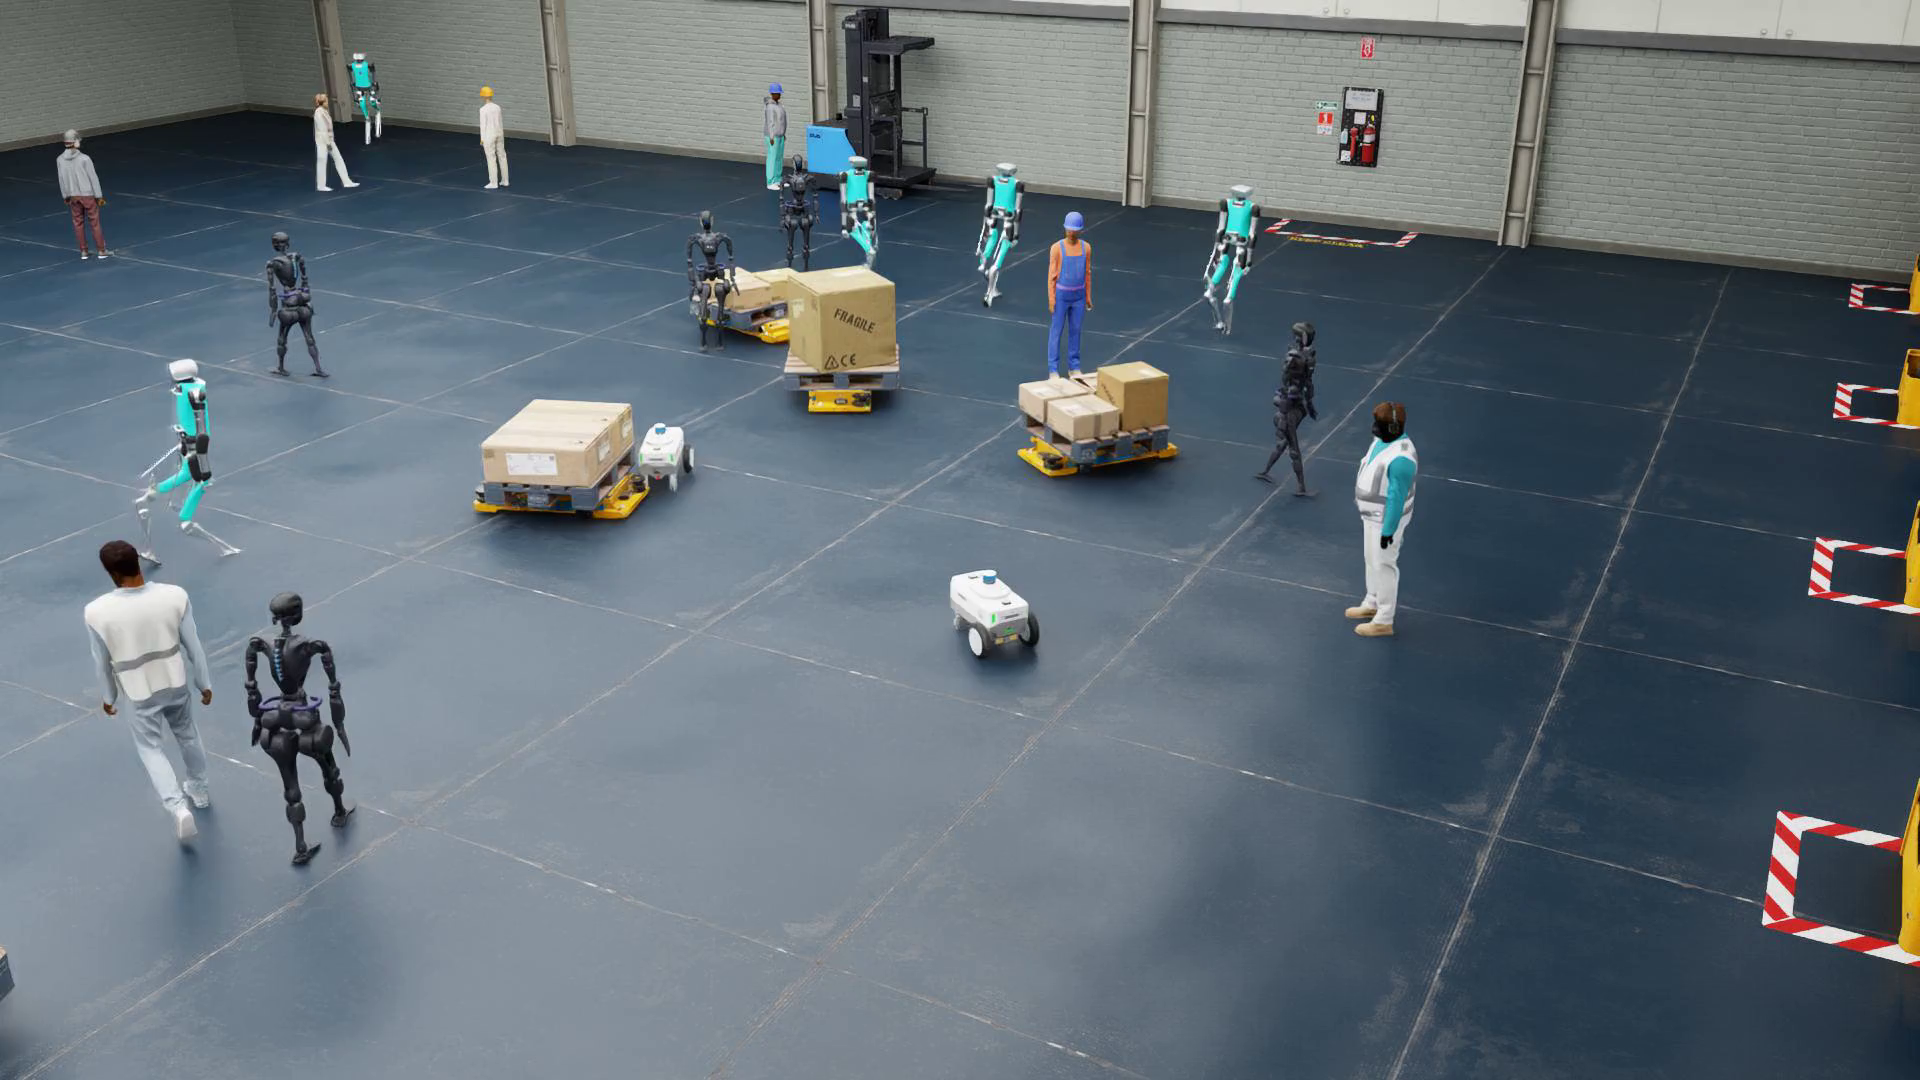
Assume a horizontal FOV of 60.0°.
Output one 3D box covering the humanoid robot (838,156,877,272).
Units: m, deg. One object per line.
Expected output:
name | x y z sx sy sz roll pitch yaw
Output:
humanoid robot | -1.220 -4.086 21.842 0.564 1.759 0.986 -10 25 -23

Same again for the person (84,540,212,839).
person | -4.826 0.900 10.024 0.599 1.894 0.759 -20 30 -39

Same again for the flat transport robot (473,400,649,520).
flat transport robot | -3.624 -0.429 15.162 1.431 0.231 0.659 3 23 7

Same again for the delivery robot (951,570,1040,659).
delivery robot | 0.234 0.529 12.569 0.505 0.595 0.766 -12 26 -26

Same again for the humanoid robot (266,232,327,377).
humanoid robot | -7.470 -2.622 18.511 0.714 1.630 0.584 10 25 22

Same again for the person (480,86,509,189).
person | -7.940 -6.835 28.262 0.315 1.700 0.467 15 27 31

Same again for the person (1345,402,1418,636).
person | 3.194 -0.169 12.581 0.430 1.836 0.631 0 23 -1

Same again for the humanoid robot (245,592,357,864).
humanoid robot | -3.938 1.075 9.903 0.611 1.636 0.654 1 23 2

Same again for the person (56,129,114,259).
person | -12.480 -4.912 23.641 0.543 1.810 0.369 0 23 -1

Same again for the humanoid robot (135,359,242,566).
humanoid robot | -6.554 -0.566 13.669 0.993 1.778 0.530 -16 28 -33

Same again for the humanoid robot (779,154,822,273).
humanoid robot | -2.183 -4.410 22.627 0.599 1.657 0.315 -9 25 -20

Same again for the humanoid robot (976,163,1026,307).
humanoid robot | 0.438 -3.860 21.399 0.553 1.870 0.844 12 26 26

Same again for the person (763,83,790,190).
person | -3.125 -6.846 28.205 0.368 1.768 0.523 7 24 16

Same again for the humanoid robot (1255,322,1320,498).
humanoid robot | 3.074 -1.221 15.278 0.753 1.626 0.600 17 28 34

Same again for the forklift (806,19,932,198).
forklift | -1.573 -7.292 27.850 1.873 2.768 1.129 12 26 25

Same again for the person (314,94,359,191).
person | -10.591 -6.698 28.050 0.741 1.611 0.533 -1 23 -3

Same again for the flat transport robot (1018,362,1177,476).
flat transport robot | 1.325 -0.919 16.302 1.431 0.231 0.659 -11 26 -24

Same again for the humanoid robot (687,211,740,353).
humanoid robot | -2.877 -3.013 19.405 0.591 1.651 0.385 -5 24 -12

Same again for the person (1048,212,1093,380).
person | 1.210 -2.670 18.307 0.521 1.906 0.372 -8 25 -18

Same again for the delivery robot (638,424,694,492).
delivery robot | -2.806 -0.798 15.680 0.499 0.612 0.814 -1 23 -1

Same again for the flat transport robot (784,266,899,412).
flat transport robot | -1.265 -1.693 18.104 0.659 0.231 1.431 -1 23 -1

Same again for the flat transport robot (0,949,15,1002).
flat transport robot | -5.492 2.551 8.224 0.659 0.231 1.431 1 23 3

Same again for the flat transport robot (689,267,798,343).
flat transport robot | -2.522 -2.702 20.454 1.431 0.231 0.659 21 31 40

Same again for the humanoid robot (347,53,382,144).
humanoid robot | -11.448 -8.565 32.276 0.534 1.779 0.837 0 23 0

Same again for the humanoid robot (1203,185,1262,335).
humanoid robot | 3.232 -3.313 20.143 0.543 1.877 0.760 15 28 31
